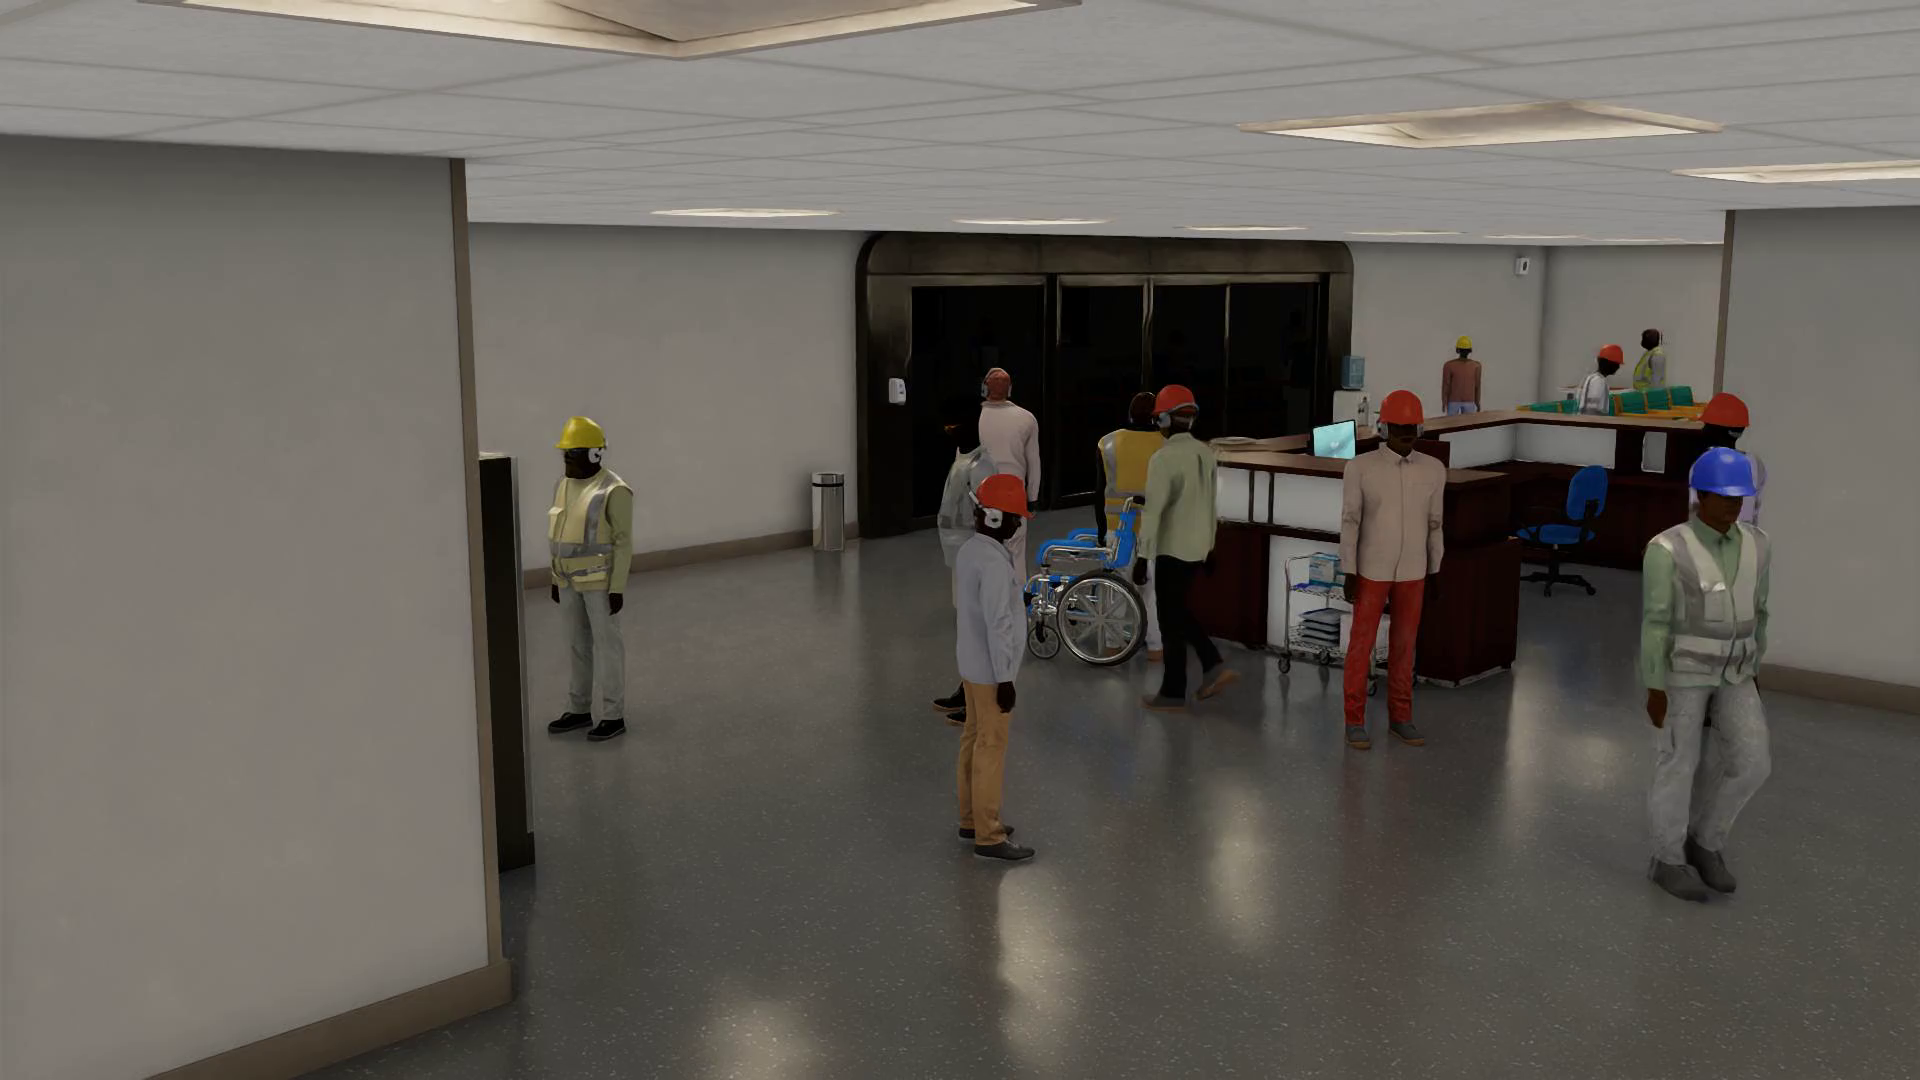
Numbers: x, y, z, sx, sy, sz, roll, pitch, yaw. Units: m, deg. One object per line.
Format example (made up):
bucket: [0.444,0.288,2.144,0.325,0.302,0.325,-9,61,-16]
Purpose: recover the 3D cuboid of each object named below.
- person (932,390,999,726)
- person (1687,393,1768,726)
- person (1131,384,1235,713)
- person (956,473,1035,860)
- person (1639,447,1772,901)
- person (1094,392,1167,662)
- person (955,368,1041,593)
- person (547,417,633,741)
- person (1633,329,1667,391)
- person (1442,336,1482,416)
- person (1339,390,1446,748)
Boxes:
person: [0.048,0.102,9.728,0.375,1.959,0.603,-2,9,-12]
person: [4.404,0.115,9.703,0.545,1.942,0.349,-5,10,-26]
person: [1.312,0.062,9.930,0.491,1.972,0.629,6,11,34]
person: [0.162,0.565,7.547,0.339,1.741,0.563,-2,10,-13]
person: [3.120,0.568,6.956,0.639,1.926,0.464,-2,10,-13]
person: [1.220,-0.083,11.269,0.628,1.837,0.430,3,10,16]
person: [0.288,-0.352,12.660,0.651,1.913,0.409,0,9,1]
person: [-2.115,0.216,9.422,0.590,1.833,0.404,6,11,34]
person: [9.705,-2.050,23.339,0.541,1.828,0.640,2,10,15]
person: [6.713,-1.845,22.263,0.533,1.768,0.310,0,9,0]
person: [2.402,0.164,9.237,0.610,1.996,0.384,-2,9,-9]
